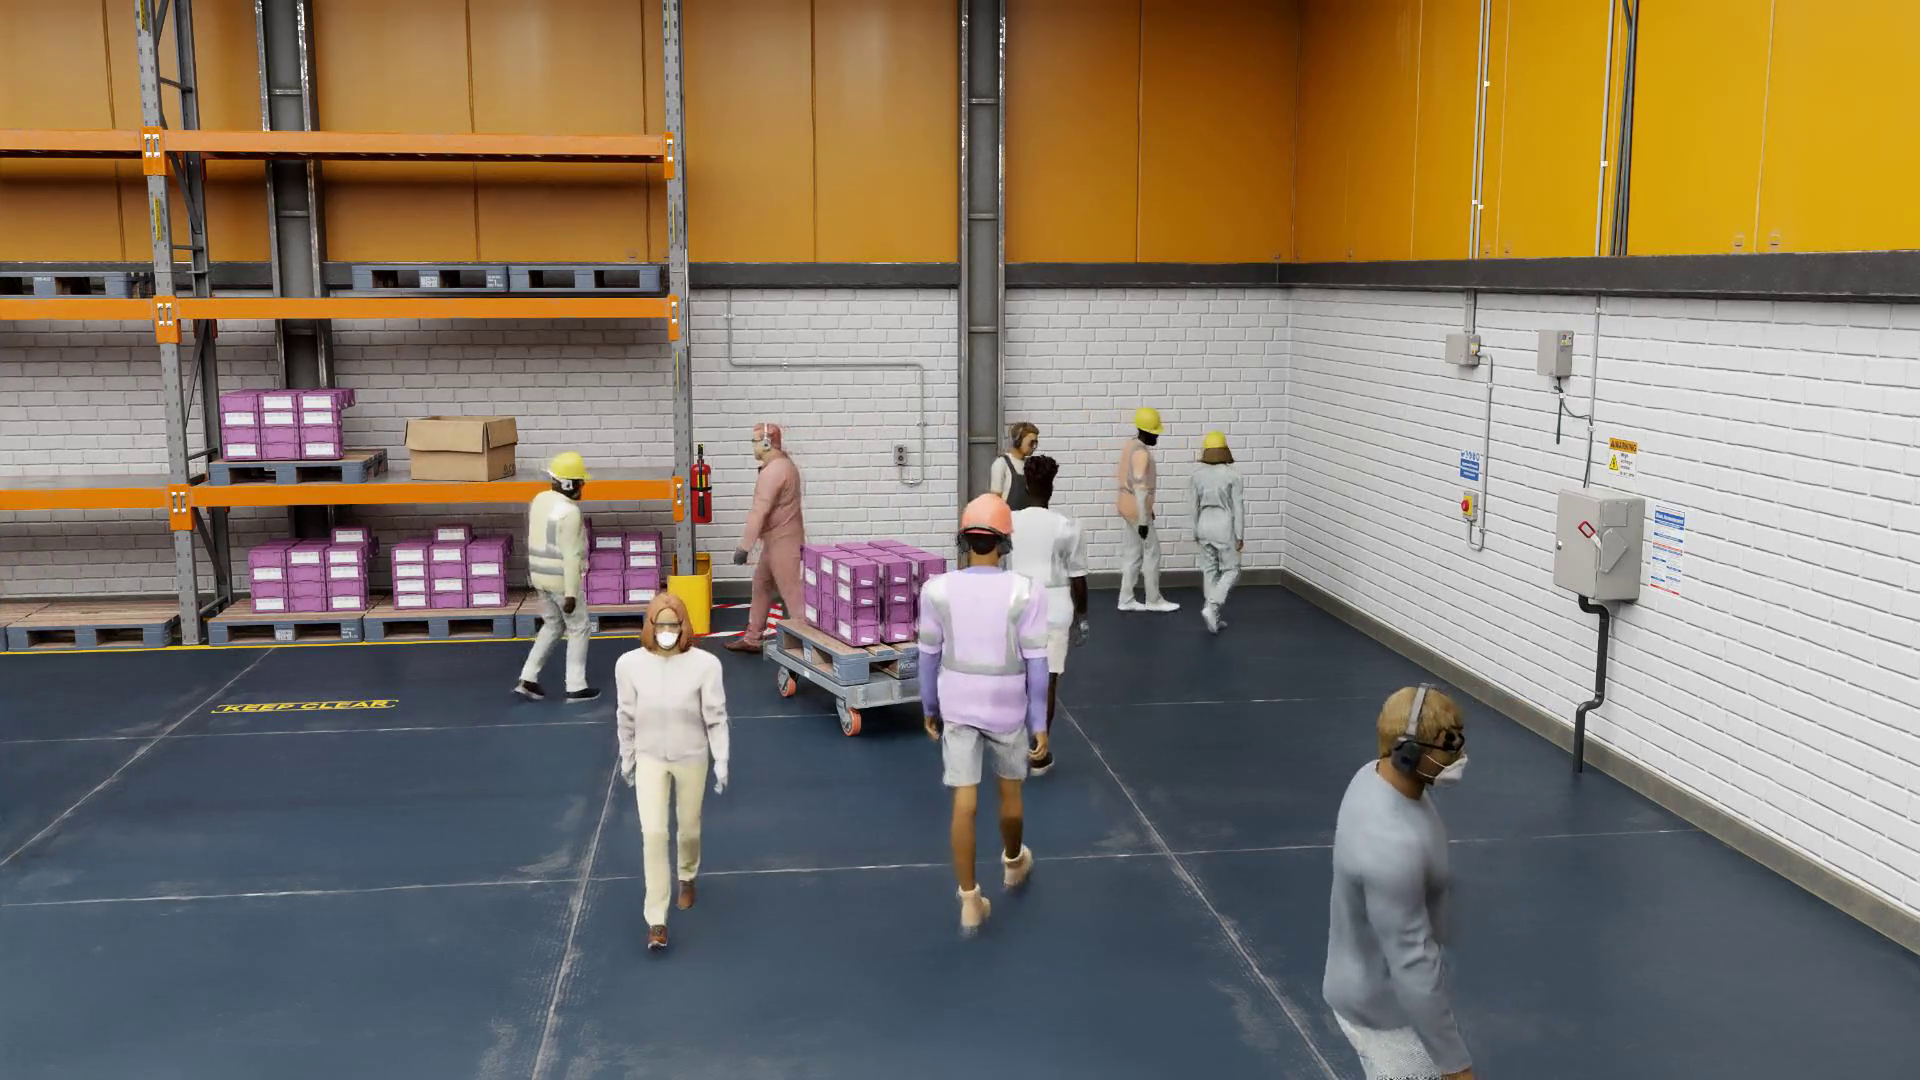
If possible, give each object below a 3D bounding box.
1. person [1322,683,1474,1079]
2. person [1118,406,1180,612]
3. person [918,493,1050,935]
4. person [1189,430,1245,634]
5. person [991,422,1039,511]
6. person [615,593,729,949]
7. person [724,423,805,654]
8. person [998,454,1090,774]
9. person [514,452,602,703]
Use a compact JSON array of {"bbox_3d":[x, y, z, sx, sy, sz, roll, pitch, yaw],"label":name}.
[{"bbox_3d":[1.213,1.330,4.719,0.842,1.914,0.674,3,10,17],"label":"person"},{"bbox_3d":[1.672,-0.257,14.731,0.532,1.879,0.615,-1,9,-7],"label":"person"},{"bbox_3d":[0.134,0.773,7.894,0.641,2.004,0.953,2,9,11],"label":"person"},{"bbox_3d":[2.158,-0.063,14.003,0.509,1.715,0.511,7,11,37],"label":"person"},{"bbox_3d":[0.451,-0.063,13.695,0.461,1.818,0.543,7,12,38],"label":"person"},{"bbox_3d":[-1.315,1.023,7.641,0.513,1.580,0.907,-1,9,-5],"label":"person"},{"bbox_3d":[-1.522,0.029,12.982,0.888,1.870,0.668,0,9,2],"label":"person"},{"bbox_3d":[0.480,0.449,10.085,0.615,1.947,0.418,3,10,17],"label":"person"},{"bbox_3d":[-2.869,0.280,11.675,0.621,1.789,0.609,-8,12,-43],"label":"person"}]
